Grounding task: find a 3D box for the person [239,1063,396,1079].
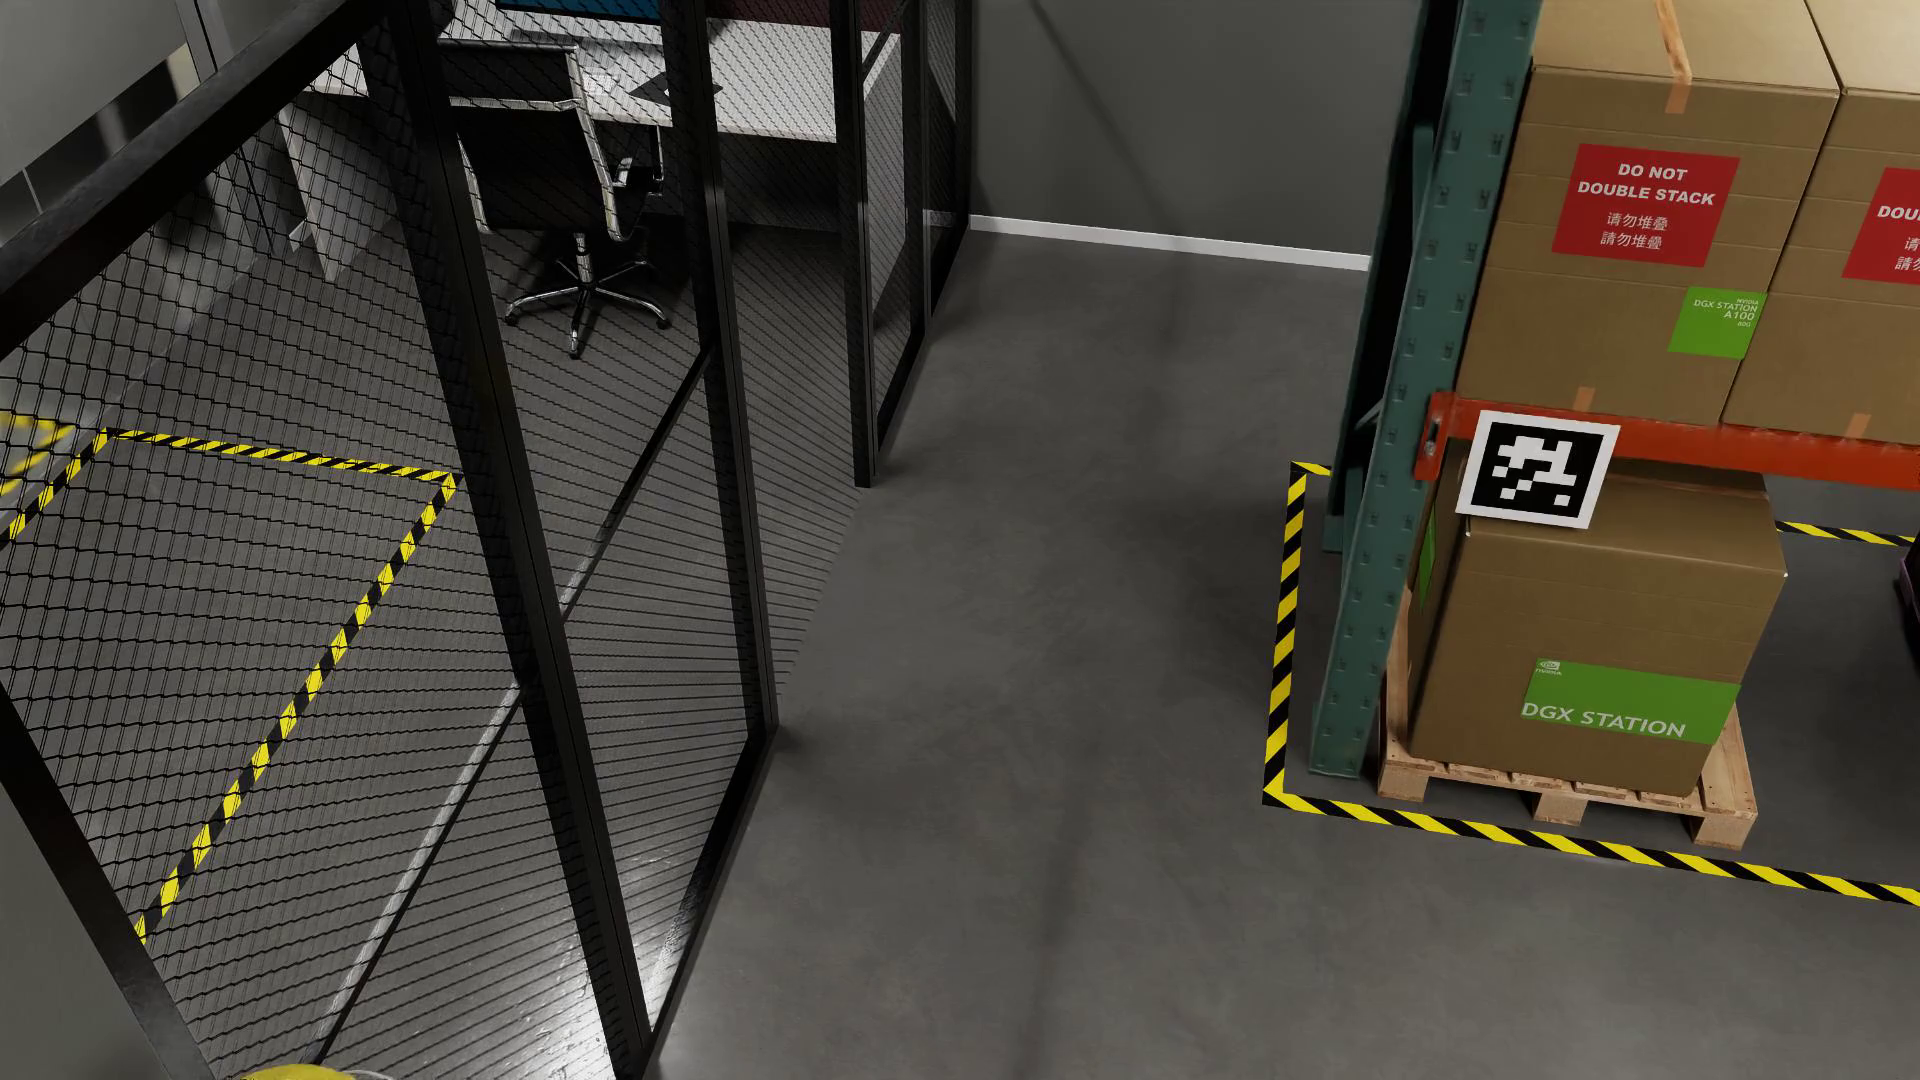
[{"bbox_3d":[-0.663,1.227,2.164,0.591,1.834,0.404,14,43,15],"label":"person"}]
